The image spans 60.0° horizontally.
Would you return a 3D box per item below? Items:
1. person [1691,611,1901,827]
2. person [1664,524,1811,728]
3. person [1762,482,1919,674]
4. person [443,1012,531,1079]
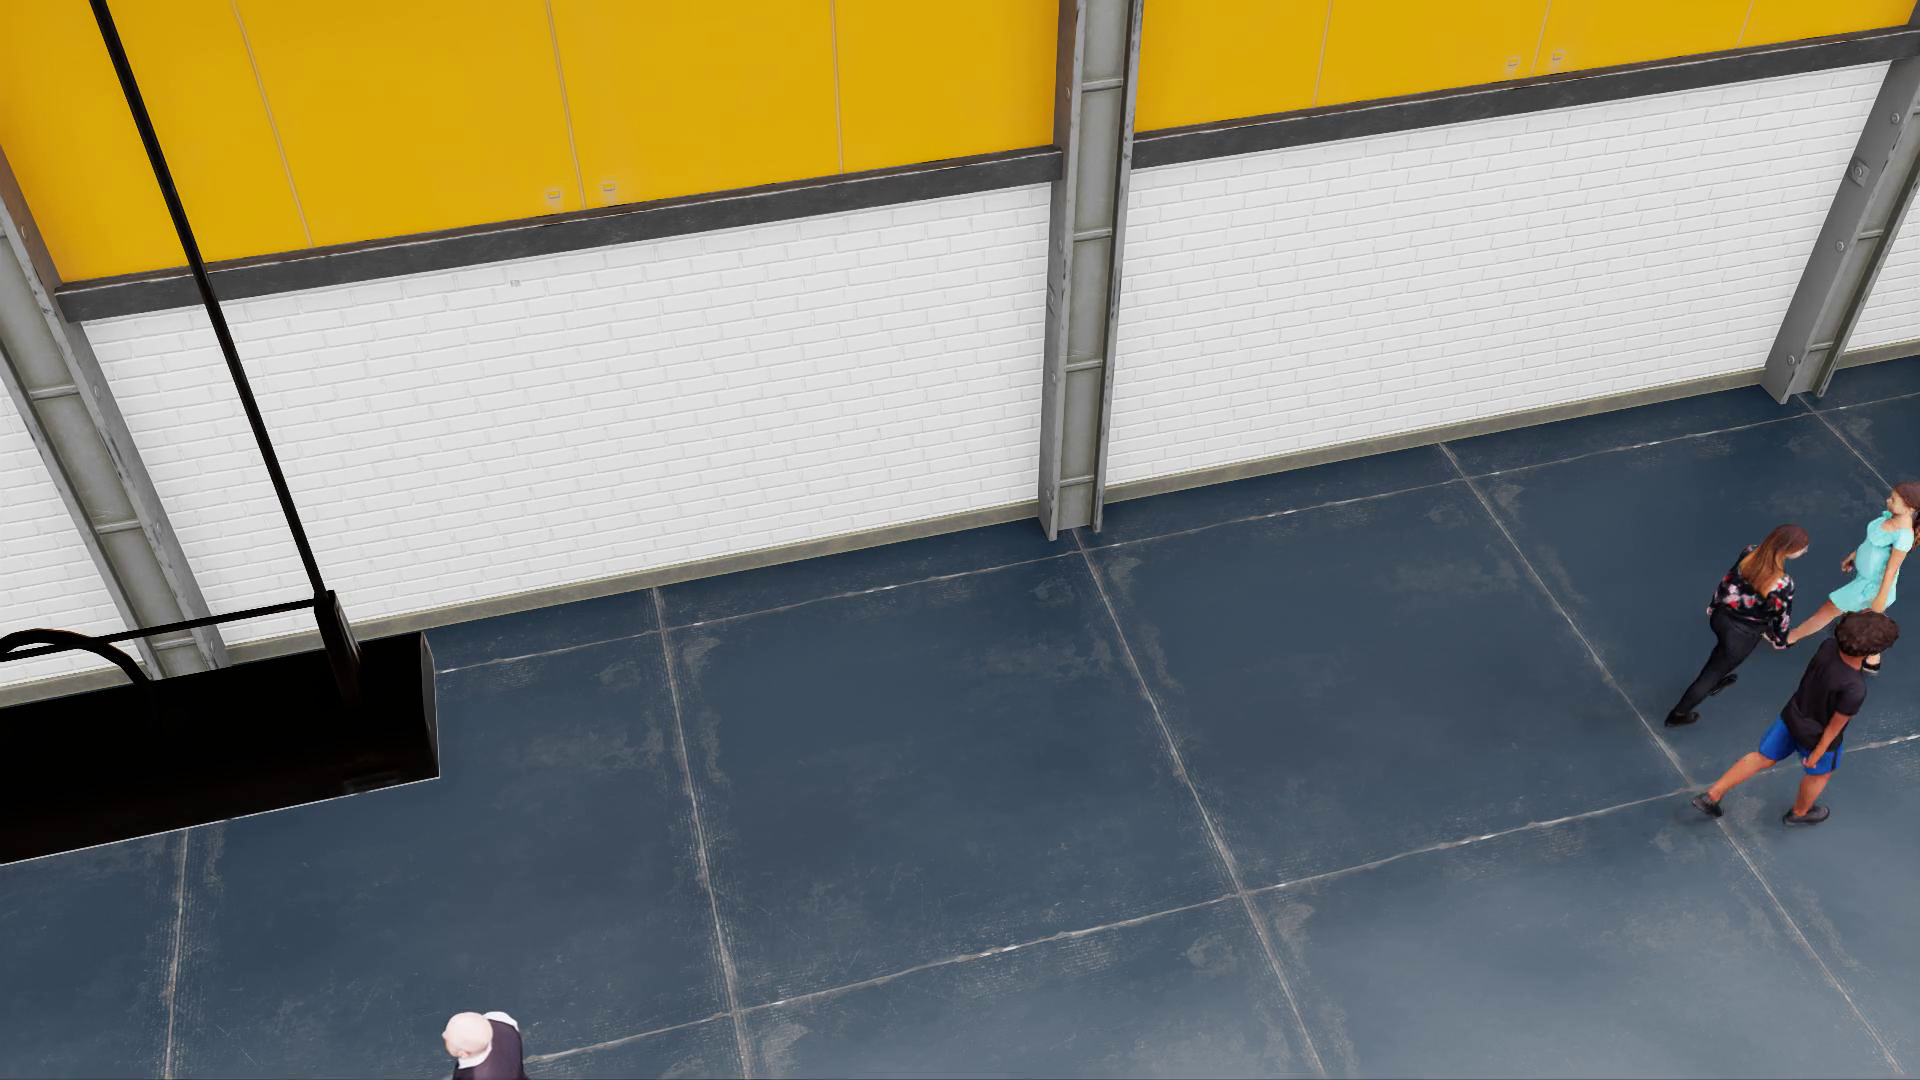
[{"bbox_3d":[4.785,1.065,9.526,1.122,1.758,0.636,-8,44,-9],"label":"person"},{"bbox_3d":[4.666,0.551,10.143,0.861,1.652,0.603,-12,45,-12],"label":"person"},{"bbox_3d":[5.856,0.278,10.528,1.059,1.516,0.943,17,46,17],"label":"person"},{"bbox_3d":[-2.121,2.712,7.750,0.679,1.824,0.741,-1,44,-1],"label":"person"}]
